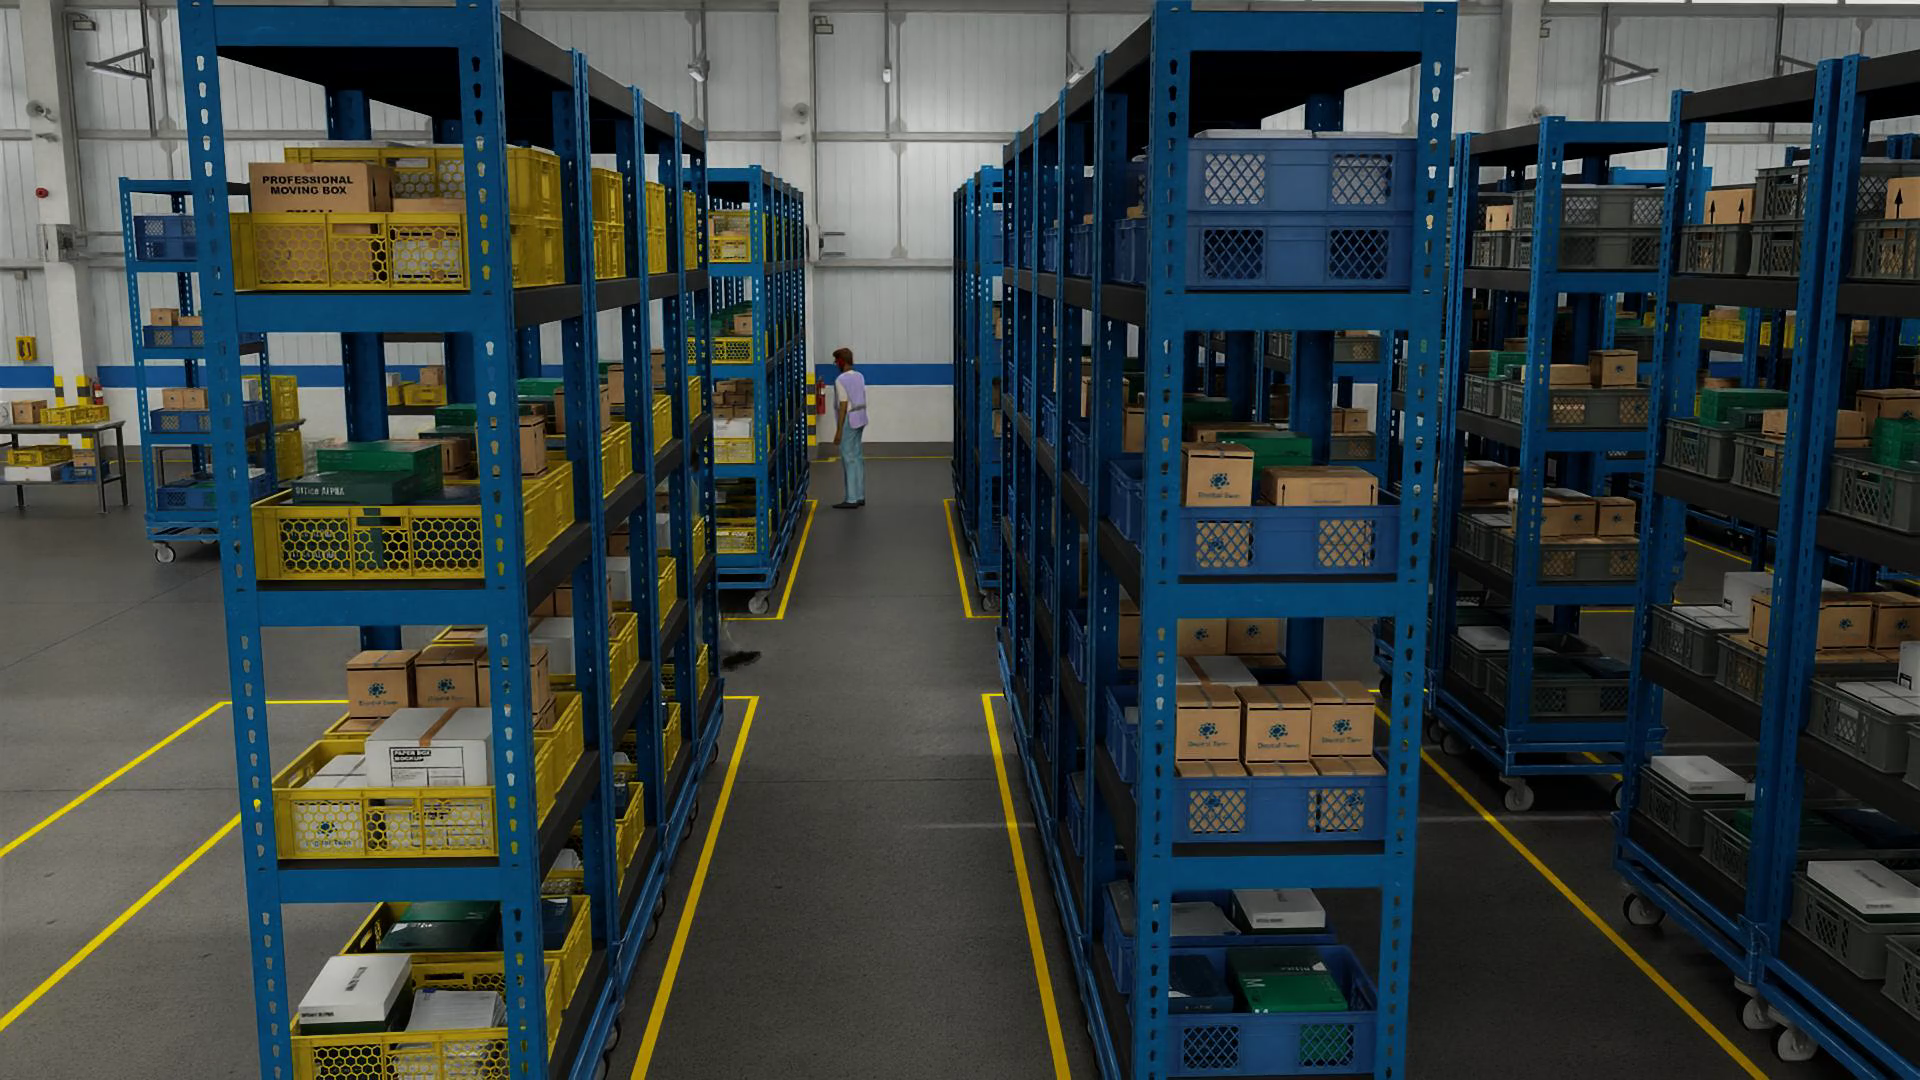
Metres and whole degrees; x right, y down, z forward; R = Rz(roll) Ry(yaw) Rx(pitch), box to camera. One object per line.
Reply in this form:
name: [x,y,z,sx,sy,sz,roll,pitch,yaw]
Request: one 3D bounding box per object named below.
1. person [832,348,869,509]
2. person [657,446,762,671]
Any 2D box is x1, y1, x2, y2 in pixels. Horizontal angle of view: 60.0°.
person: [-1.257,-1.269,18.989,0.403,1.836,0.564,4,11,23]
person: [-1.884,0.082,11.471,0.947,1.785,0.593,-1,10,-8]
